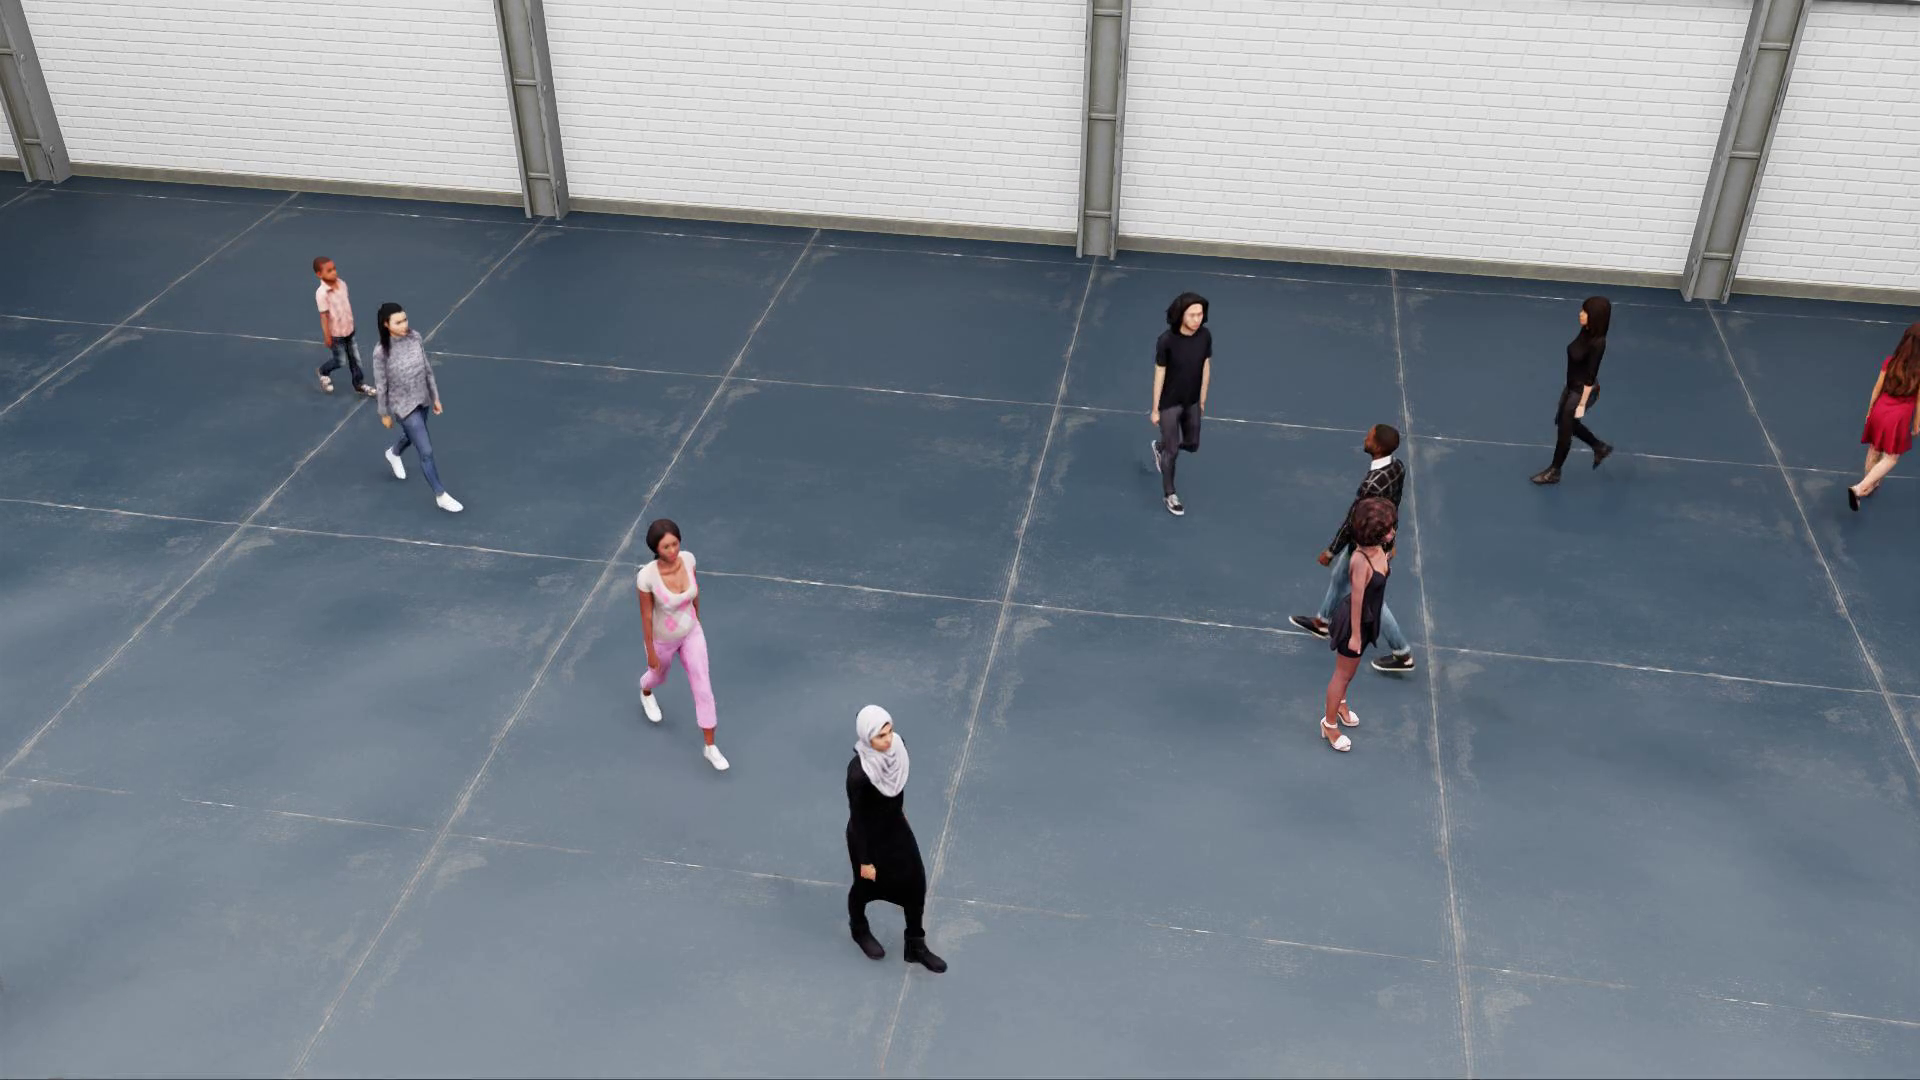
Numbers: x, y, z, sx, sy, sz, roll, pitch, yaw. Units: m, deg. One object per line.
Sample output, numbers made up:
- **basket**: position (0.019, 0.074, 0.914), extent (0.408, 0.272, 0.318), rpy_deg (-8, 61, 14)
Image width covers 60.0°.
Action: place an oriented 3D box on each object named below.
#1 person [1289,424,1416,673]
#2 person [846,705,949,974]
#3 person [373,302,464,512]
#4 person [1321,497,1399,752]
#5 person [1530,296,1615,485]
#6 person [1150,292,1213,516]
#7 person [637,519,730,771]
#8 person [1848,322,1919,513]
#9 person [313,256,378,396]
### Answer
- **person**: position (2.786, 0.108, 11.000), extent (1.277, 1.777, 0.960), rpy_deg (19, 38, 26)
- **person**: position (-0.503, 1.553, 8.843), extent (0.960, 1.758, 0.848), rpy_deg (25, 41, 32)
- **person**: position (-4.291, -1.068, 12.841), extent (1.247, 1.697, 0.950), rpy_deg (21, 39, 28)
- **person**: position (2.477, 0.512, 10.381), extent (0.610, 1.789, 0.621), rpy_deg (14, 36, 20)
- **person**: position (4.926, -1.159, 13.037), extent (0.887, 1.631, 0.659), rpy_deg (0, 34, 1)
- **person**: position (1.646, -1.114, 12.804), extent (0.957, 1.815, 0.960), rpy_deg (-12, 36, -18)
- **person**: position (-1.828, 0.582, 10.357), extent (1.093, 1.700, 1.194), rpy_deg (-22, 40, -30)
- **person**: position (7.141, -0.923, 12.766), extent (0.950, 1.539, 0.916), rpy_deg (-25, 41, -32)
- **person**: position (-5.404, -1.840, 14.363), extent (0.799, 1.297, 0.588), rpy_deg (12, 35, 17)
